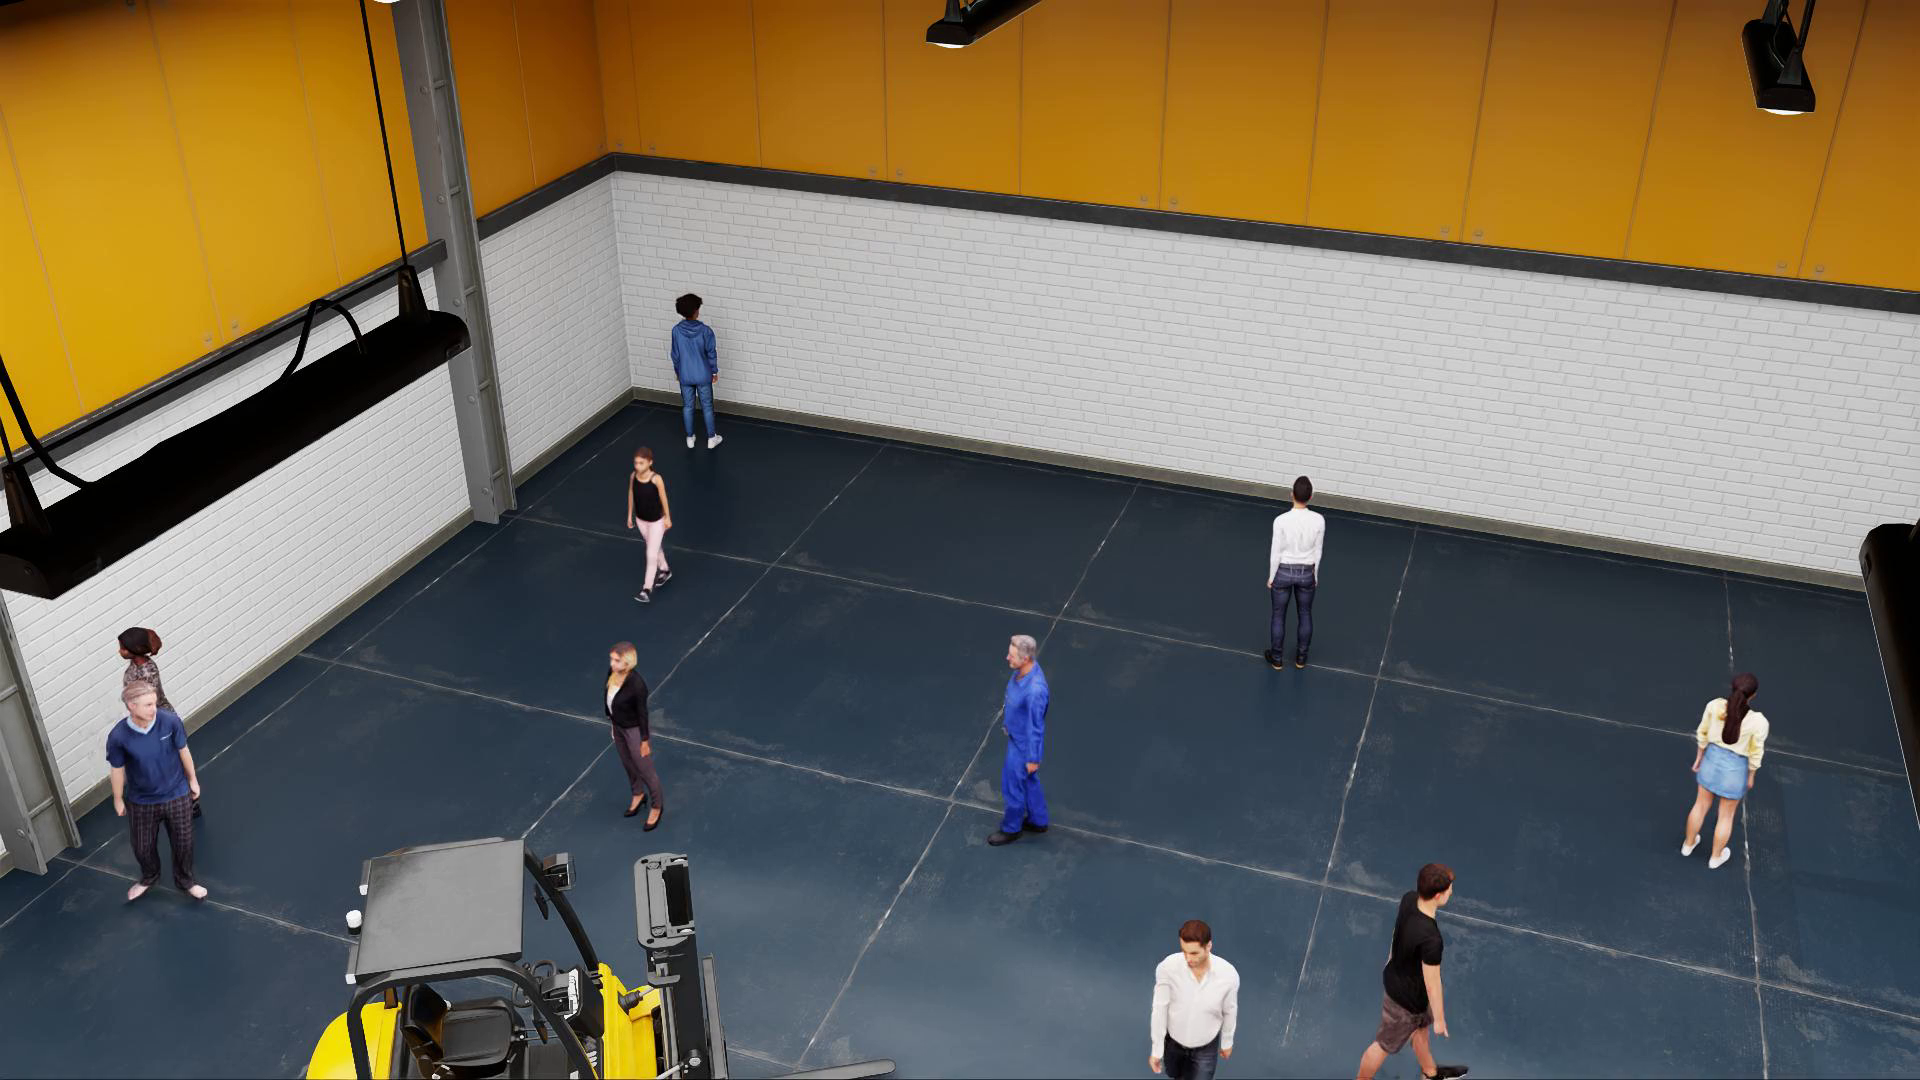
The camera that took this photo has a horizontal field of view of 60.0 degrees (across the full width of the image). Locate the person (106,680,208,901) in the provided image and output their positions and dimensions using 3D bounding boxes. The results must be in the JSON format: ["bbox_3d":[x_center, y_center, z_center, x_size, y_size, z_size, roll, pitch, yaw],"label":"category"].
[{"bbox_3d":[-5.792,1.811,11.937,0.868,1.852,0.969,-12,31,-20],"label":"person"}]

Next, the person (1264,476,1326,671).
[{"bbox_3d":[2.956,0.303,14.686,0.693,1.868,0.698,0,29,1],"label":"person"}]

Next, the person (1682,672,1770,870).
[{"bbox_3d":[5.676,1.700,12.372,0.705,1.631,0.691,25,38,38],"label":"person"}]

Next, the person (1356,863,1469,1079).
[{"bbox_3d":[2.660,2.753,10.233,0.994,1.831,1.068,1,29,1],"label":"person"}]

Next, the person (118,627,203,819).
[{"bbox_3d":[-6.159,1.415,12.807,0.691,1.715,0.657,-22,35,-34],"label":"person"}]

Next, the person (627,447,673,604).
[{"bbox_3d":[-2.937,-0.206,15.975,0.576,1.526,0.973,12,31,20],"label":"person"}]

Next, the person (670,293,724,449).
[{"bbox_3d":[-2.994,-1.904,18.799,0.730,1.803,0.652,3,29,5],"label":"person"}]

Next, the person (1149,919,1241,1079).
[{"bbox_3d":[1.361,2.926,9.924,0.775,1.823,1.281,5,29,10],"label":"person"}]

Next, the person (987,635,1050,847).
[{"bbox_3d":[0.539,1.508,12.530,0.972,1.817,0.853,-1,29,-1],"label":"person"}]

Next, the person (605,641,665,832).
[{"bbox_3d":[-2.493,1.482,12.733,0.682,1.668,0.678,-25,37,-37],"label":"person"}]
